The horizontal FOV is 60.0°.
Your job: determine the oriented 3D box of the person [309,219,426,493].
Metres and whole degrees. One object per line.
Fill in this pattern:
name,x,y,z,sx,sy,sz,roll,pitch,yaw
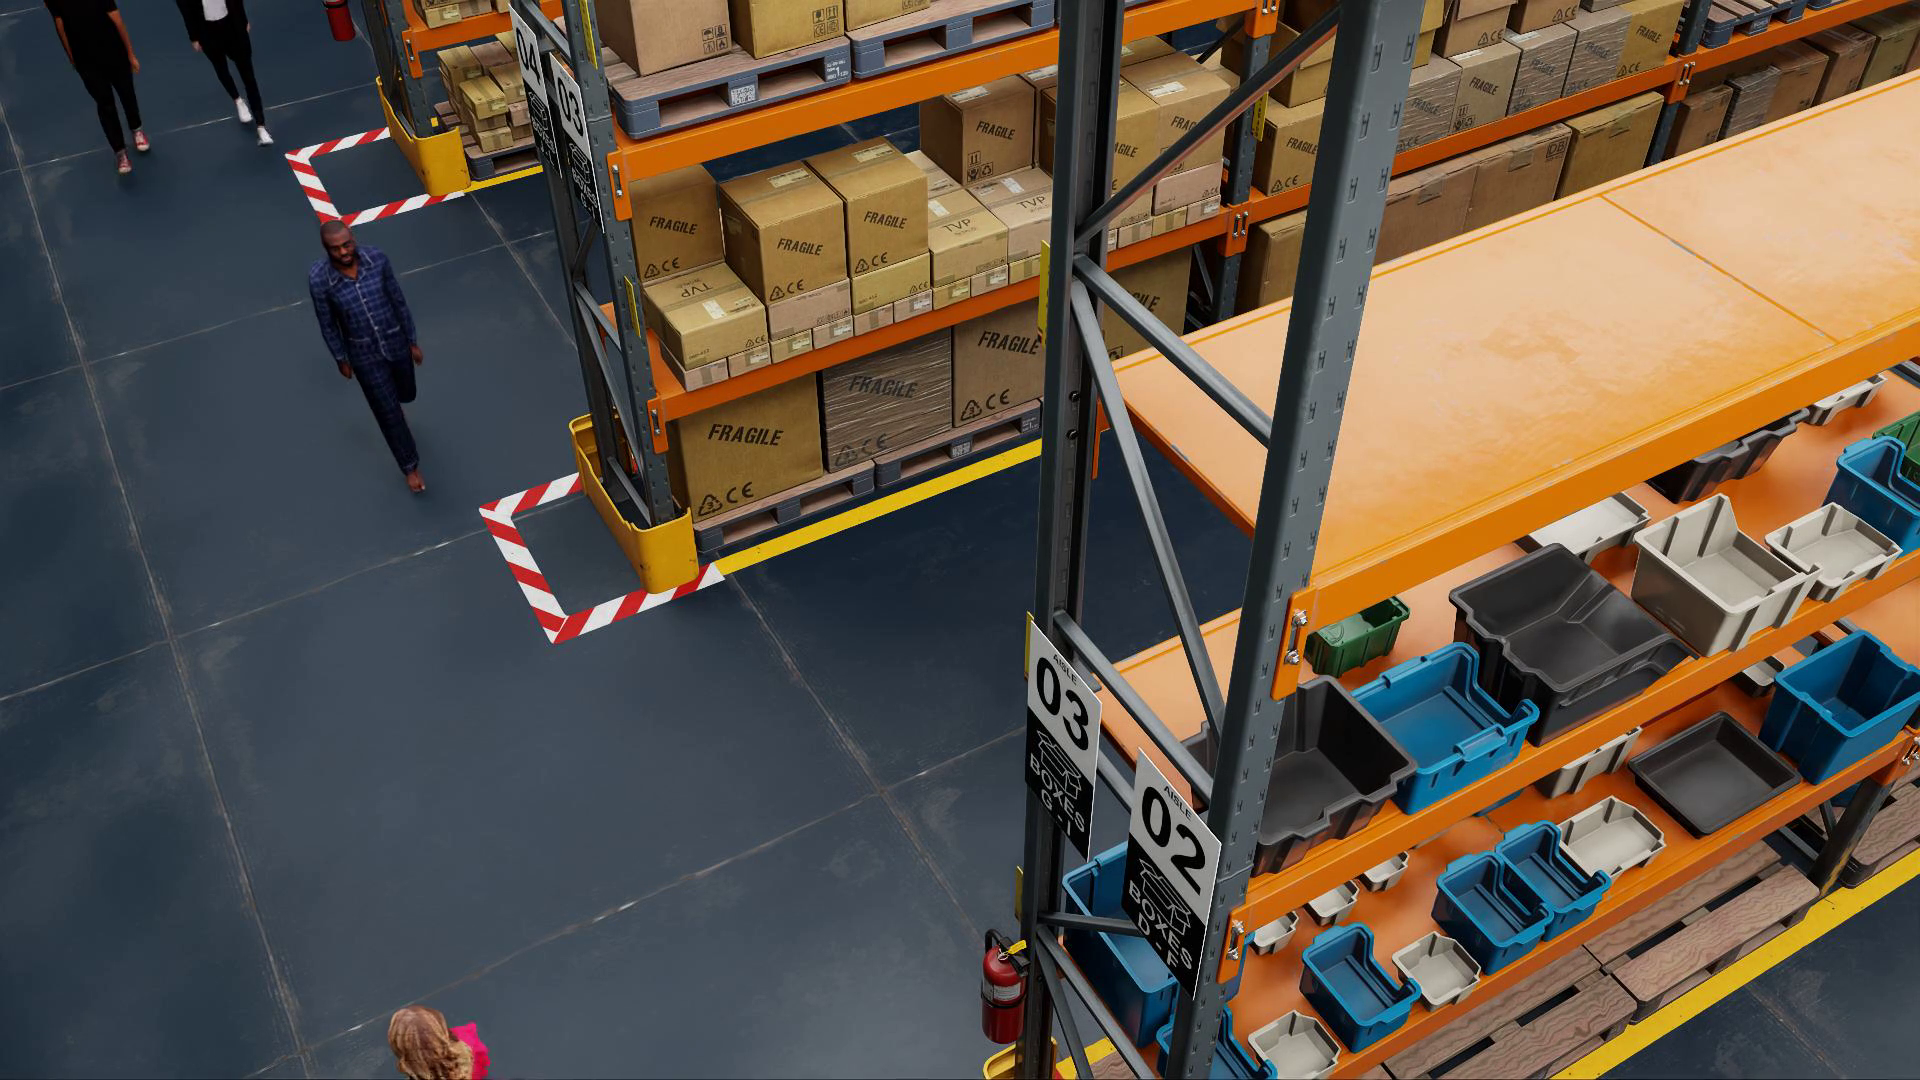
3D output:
person,-3.545,-1.192,10.071,1.008,1.797,0.793,-26,49,-25

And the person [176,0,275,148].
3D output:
person,-5.860,-4.019,13.135,1.109,1.747,0.689,-20,47,-20

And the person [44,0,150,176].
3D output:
person,-6.669,-3.801,12.916,0.937,1.729,0.741,-19,46,-20

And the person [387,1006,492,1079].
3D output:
person,-1.797,2.342,6.370,1.007,1.684,1.066,19,46,19
